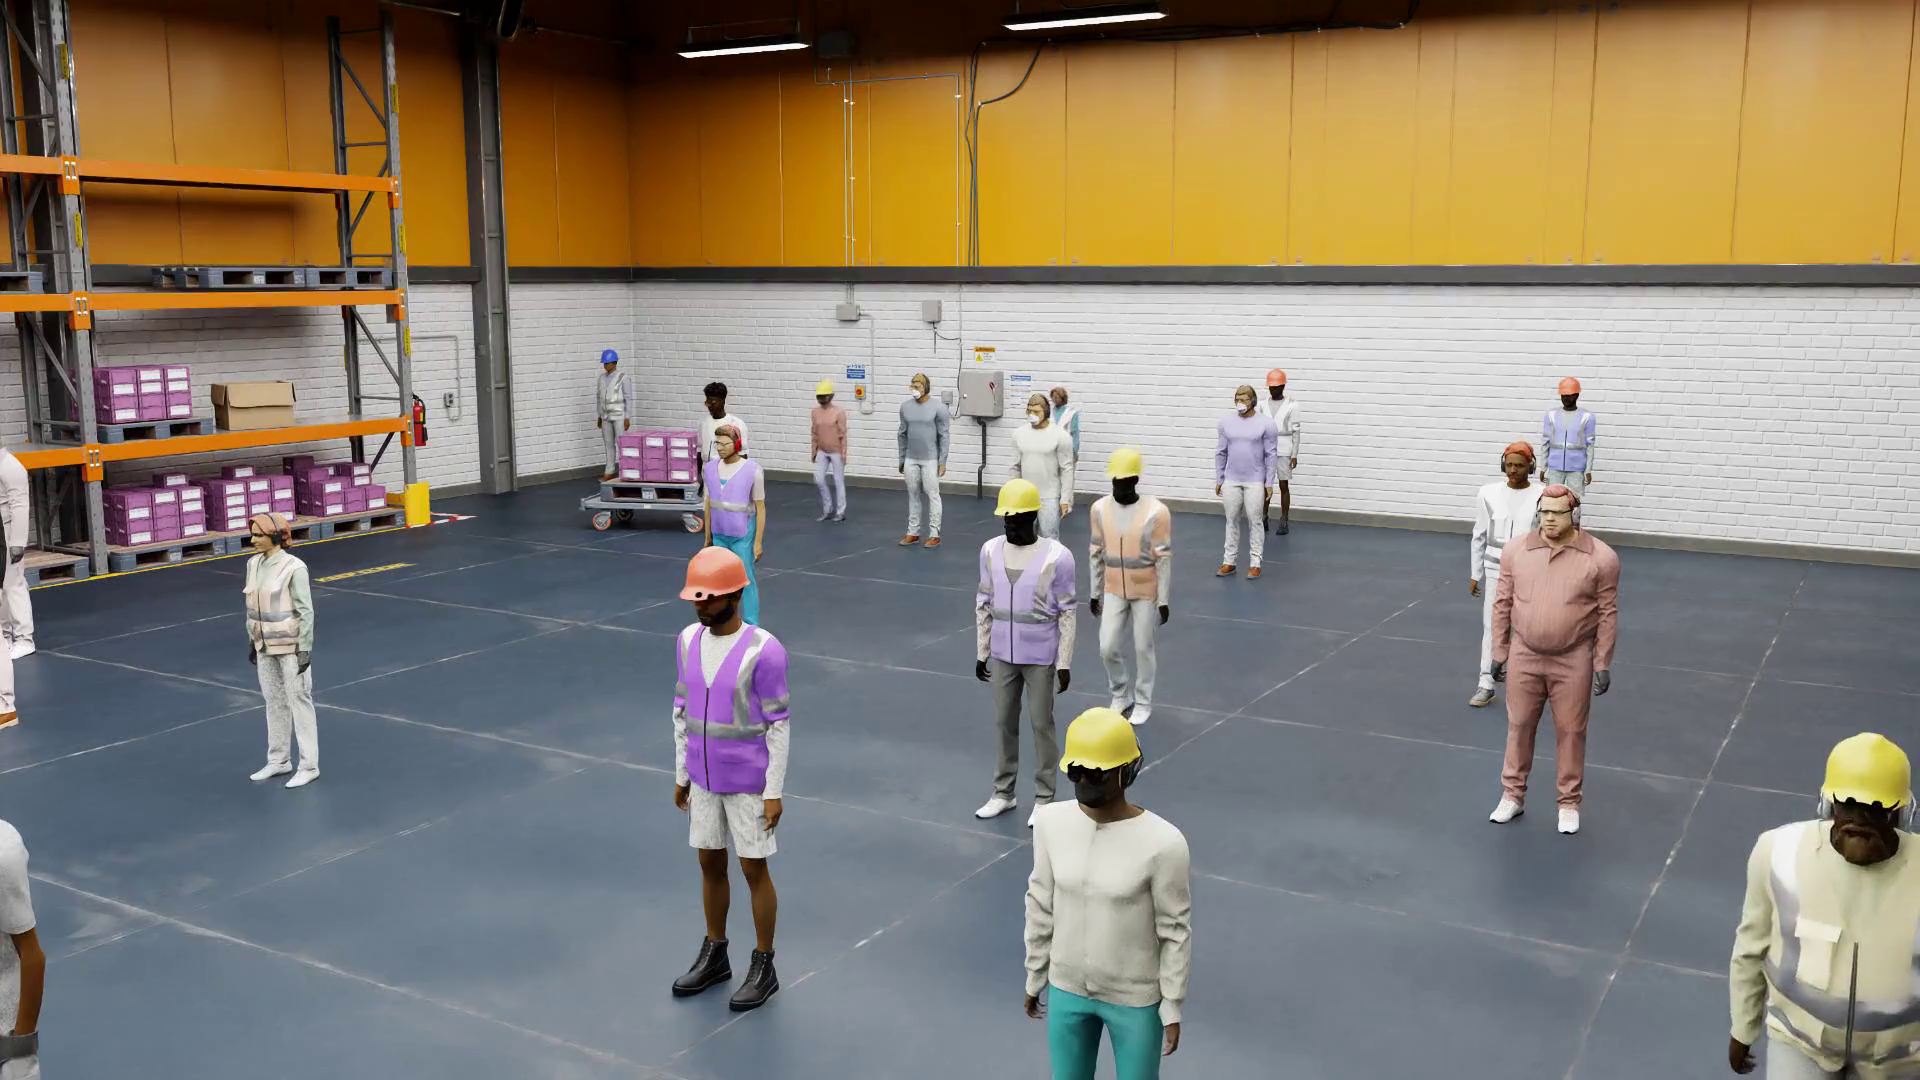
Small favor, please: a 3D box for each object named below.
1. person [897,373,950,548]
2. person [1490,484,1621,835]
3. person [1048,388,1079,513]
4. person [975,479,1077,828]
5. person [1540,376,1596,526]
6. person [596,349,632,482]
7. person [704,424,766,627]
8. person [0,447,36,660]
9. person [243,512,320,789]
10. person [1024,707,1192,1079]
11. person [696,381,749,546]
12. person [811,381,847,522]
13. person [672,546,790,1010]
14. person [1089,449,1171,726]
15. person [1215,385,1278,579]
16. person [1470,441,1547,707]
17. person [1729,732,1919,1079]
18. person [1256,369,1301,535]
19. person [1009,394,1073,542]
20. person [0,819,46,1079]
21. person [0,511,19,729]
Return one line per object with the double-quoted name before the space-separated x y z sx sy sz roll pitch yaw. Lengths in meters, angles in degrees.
"person" -0.413 -0.881 18.435 0.635 1.937 0.352 5 11 30
"person" 3.207 0.641 9.042 0.652 1.906 0.403 5 11 30
"person" 1.278 -1.123 20.979 0.522 1.606 0.426 5 10 28
"person" 0.340 0.617 9.125 0.594 1.924 0.382 5 11 30
"person" 6.507 -0.787 17.857 0.551 1.934 0.373 5 11 30
"person" -5.013 -1.781 24.033 0.615 1.943 0.409 5 11 30
"person" -1.801 -0.013 13.319 0.571 1.840 0.373 5 11 30
"person" -7.602 -0.006 13.084 0.652 1.904 0.403 5 11 30
"person" -4.021 0.646 9.839 0.523 1.638 0.310 5 11 30
"person" 0.424 1.360 4.991 0.533 1.767 0.326 5 11 30
"person" -2.400 -0.607 16.648 0.613 1.962 0.367 5 11 30
"person" -1.590 -1.069 20.253 0.532 1.733 0.492 5 10 28
"person" -0.972 0.977 6.855 0.551 1.932 0.378 5 11 30
"person" 1.127 0.327 11.069 0.593 1.893 0.548 5 10 28
"person" 2.836 -0.579 16.553 0.635 1.937 0.352 5 11 30
"person" 3.839 0.250 11.546 0.584 1.883 0.337 5 11 30
"person" 2.485 1.397 4.671 0.601 1.802 0.505 5 10 28
"person" 3.661 -1.023 19.334 0.551 1.932 0.378 5 11 30
"person" 0.735 -0.384 15.340 0.635 1.936 0.355 5 11 30
"person" -2.734 1.371 4.602 0.534 1.868 0.309 5 11 30
"person" -6.566 0.282 11.008 0.623 1.989 0.401 5 11 30
